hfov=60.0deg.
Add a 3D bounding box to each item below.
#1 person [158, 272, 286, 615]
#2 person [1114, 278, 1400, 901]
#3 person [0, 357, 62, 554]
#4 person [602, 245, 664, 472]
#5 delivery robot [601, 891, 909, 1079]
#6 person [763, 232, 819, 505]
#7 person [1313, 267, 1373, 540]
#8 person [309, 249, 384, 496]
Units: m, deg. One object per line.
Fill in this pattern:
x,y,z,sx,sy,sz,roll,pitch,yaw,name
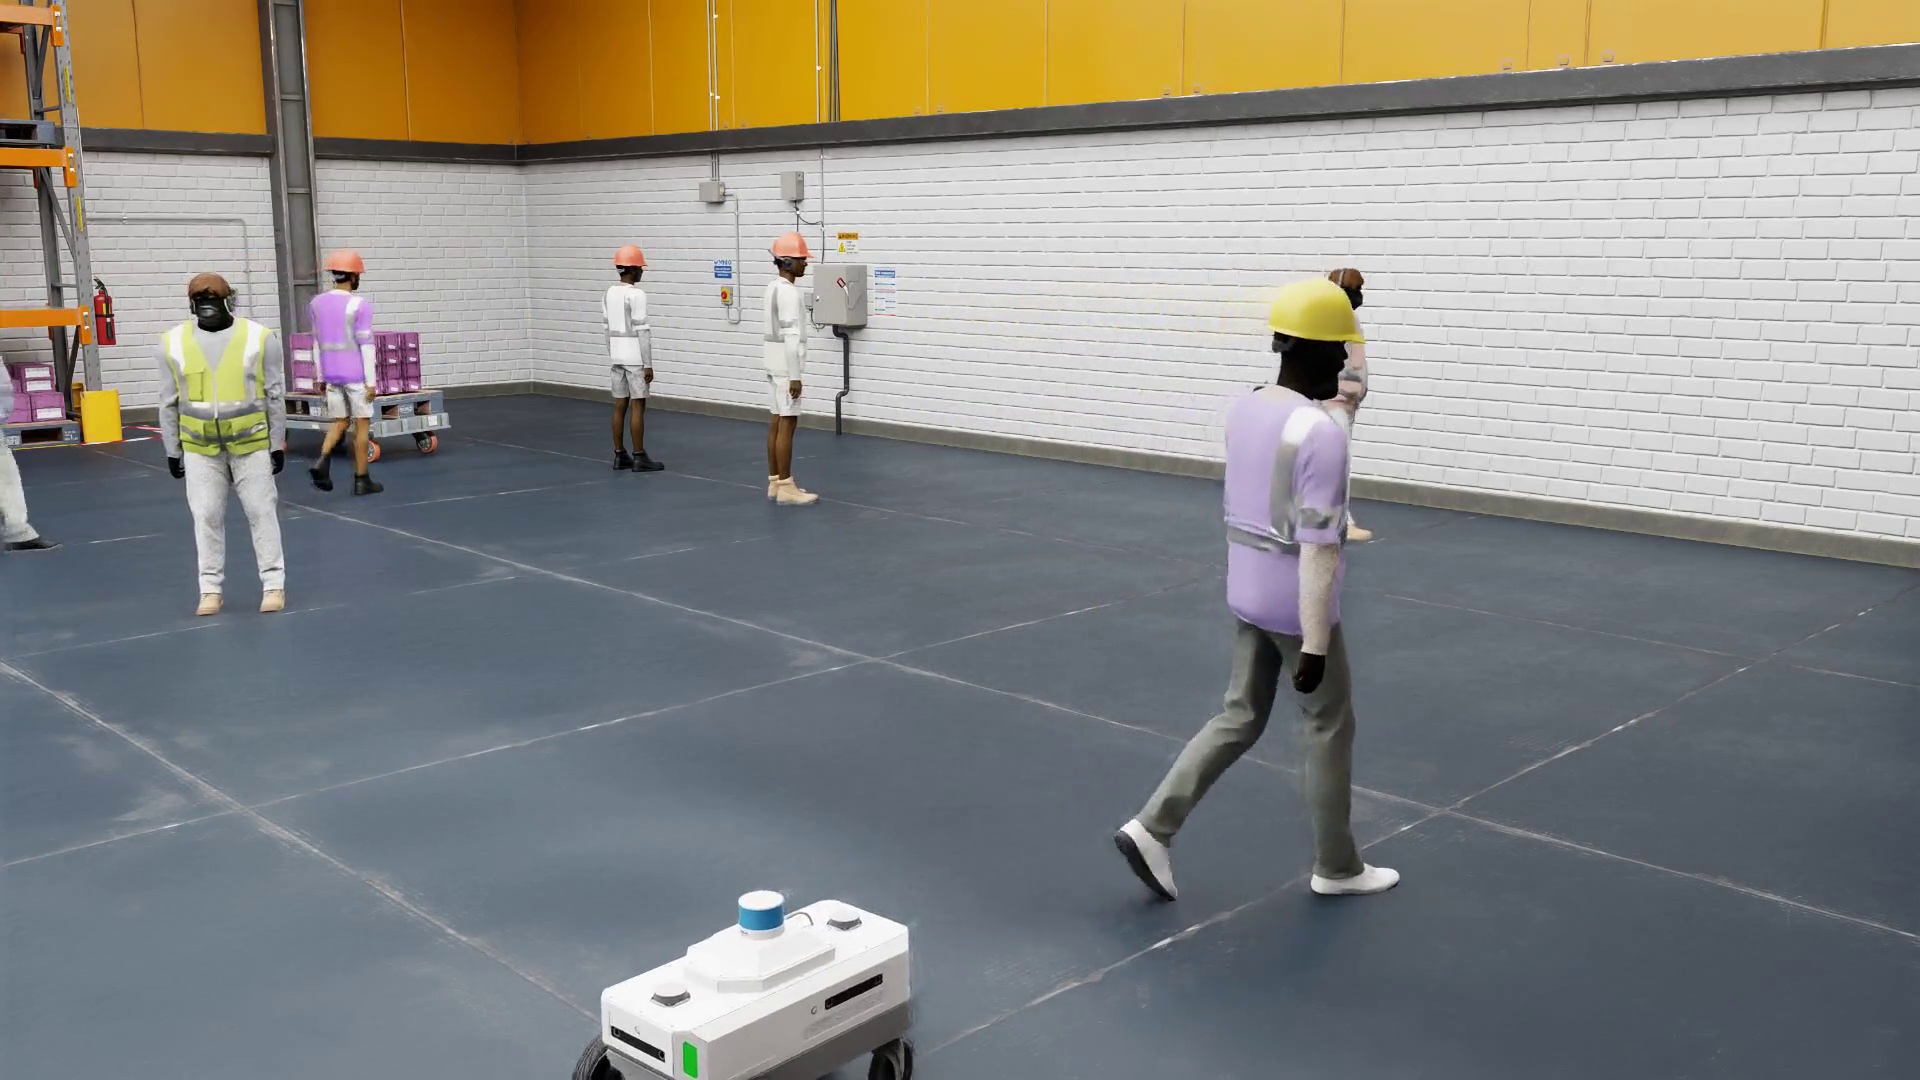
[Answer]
-3.922,-0.504,8.883,0.627,1.833,0.434,-2,11,-12,person
0.924,0.179,4.945,0.855,1.902,0.586,-4,11,-23,person
-6.169,-0.753,10.318,0.852,1.801,0.601,-7,13,-34,person
-2.813,-1.549,14.271,0.545,1.938,0.362,9,14,40,person
-0.439,1.030,3.725,0.477,0.478,0.707,9,14,40,delivery robot
-1.286,-1.291,12.575,0.397,2.043,0.609,-3,11,-18,person
2.448,-0.925,11.222,0.745,1.819,0.634,7,12,32,person
-4.755,-1.273,12.811,0.563,1.920,0.543,3,11,18,person
